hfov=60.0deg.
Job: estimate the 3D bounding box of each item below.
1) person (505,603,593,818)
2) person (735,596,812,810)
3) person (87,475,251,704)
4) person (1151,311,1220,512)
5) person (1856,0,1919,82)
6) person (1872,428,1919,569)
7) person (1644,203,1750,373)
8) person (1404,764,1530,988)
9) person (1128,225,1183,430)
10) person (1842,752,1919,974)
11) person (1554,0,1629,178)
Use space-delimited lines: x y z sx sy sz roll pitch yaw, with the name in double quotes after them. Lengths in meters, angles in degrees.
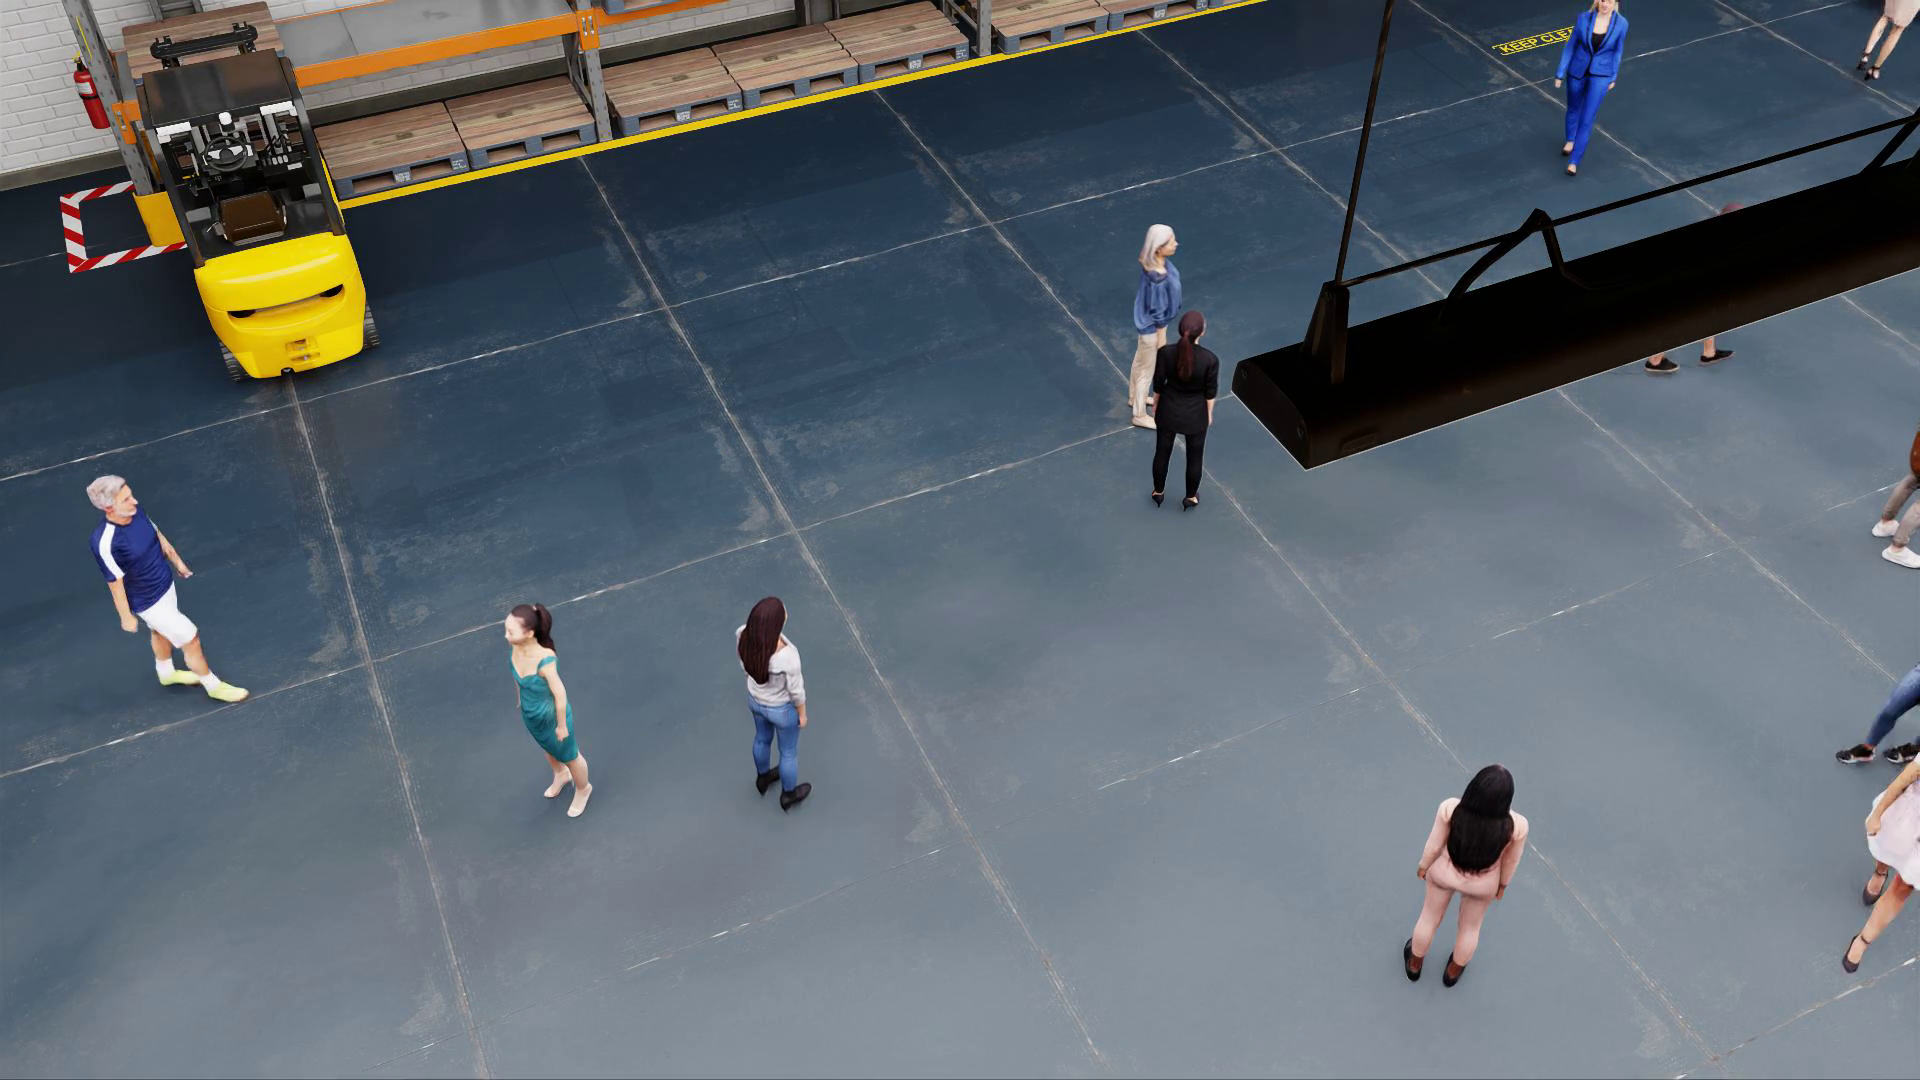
-2.378 0.987 9.574 0.623 1.686 0.603 31 52 29 "person"
-1.090 0.947 9.657 0.675 1.630 0.687 24 49 23 "person"
-5.046 0.314 10.189 1.000 1.813 0.876 -1 44 -1 "person"
1.538 -0.875 11.547 0.678 1.661 0.741 13 45 13 "person"
9.082 -5.241 16.015 0.699 1.820 0.664 -32 52 -29 "person"
6.603 -0.635 11.167 0.886 1.838 0.842 9 44 9 "person"
5.608 -1.889 12.707 1.016 1.529 0.791 -1 44 -1 "person"
2.639 1.768 8.730 0.680 1.720 0.745 13 45 13 "person"
1.414 -1.591 12.272 0.690 1.697 0.691 -1 44 -1 "person"
5.225 1.466 9.007 0.970 1.775 1.164 26 49 25 "person"
5.700 -4.230 15.060 1.013 1.672 1.113 18 47 18 "person"
